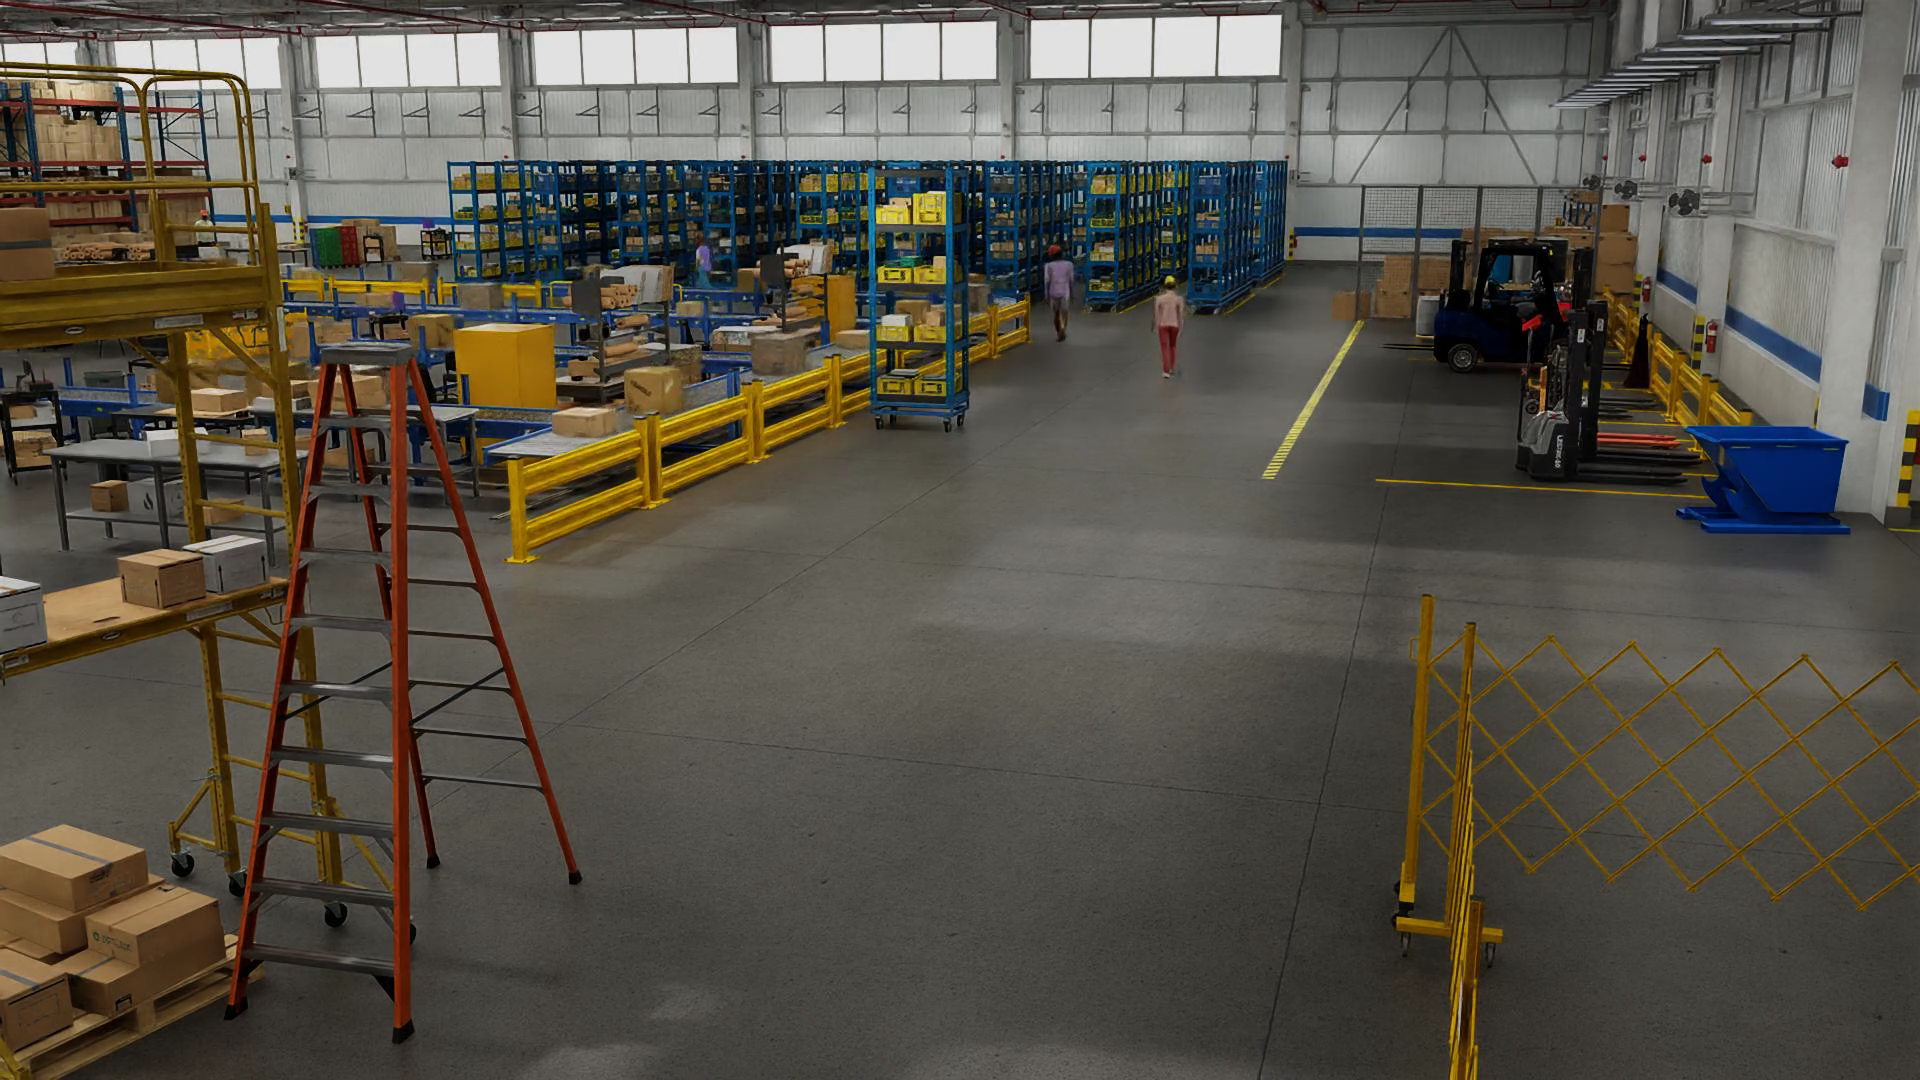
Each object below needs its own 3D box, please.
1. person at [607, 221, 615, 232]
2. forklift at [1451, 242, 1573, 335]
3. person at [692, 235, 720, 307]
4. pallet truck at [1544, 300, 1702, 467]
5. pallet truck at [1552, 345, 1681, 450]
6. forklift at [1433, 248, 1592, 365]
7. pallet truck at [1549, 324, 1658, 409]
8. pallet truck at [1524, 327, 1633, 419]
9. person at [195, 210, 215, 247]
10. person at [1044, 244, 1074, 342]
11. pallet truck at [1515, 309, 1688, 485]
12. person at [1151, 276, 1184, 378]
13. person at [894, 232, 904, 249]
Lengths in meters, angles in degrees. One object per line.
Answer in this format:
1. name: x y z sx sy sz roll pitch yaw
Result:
1. person: -12.999 -11.454 62.285 0.874 1.704 0.597 3 13 12
2. forklift: 10.464 -4.597 31.405 2.680 1.987 1.157 4 14 16
3. person: -6.479 -6.777 41.919 0.963 1.801 0.583 3 13 14
4. pallet truck: 8.263 -1.952 20.631 1.885 1.965 0.823 5 14 20
5. pallet truck: 8.641 -1.896 21.908 1.630 1.274 0.653 4 14 16
6. forklift: 9.780 -4.111 29.280 2.680 1.987 1.157 3 13 14
7. pallet truck: 9.824 -2.669 25.407 1.601 1.201 0.680 4 14 16
8. pallet truck: 9.065 -2.460 24.370 1.522 1.261 0.704 3 13 14
9. person: -24.884 -9.880 54.880 0.376 1.995 0.612 9 16 33
10. person: 2.026 -5.032 33.929 0.642 2.001 0.529 0 13 -1
11. pallet truck: 7.554 -1.677 19.446 1.885 1.965 0.823 3 13 14
12. person: 3.566 -3.687 28.729 0.528 1.727 0.882 -2 13 -9
13. person: -1.701 -7.613 45.562 0.619 1.779 0.947 4 14 17
